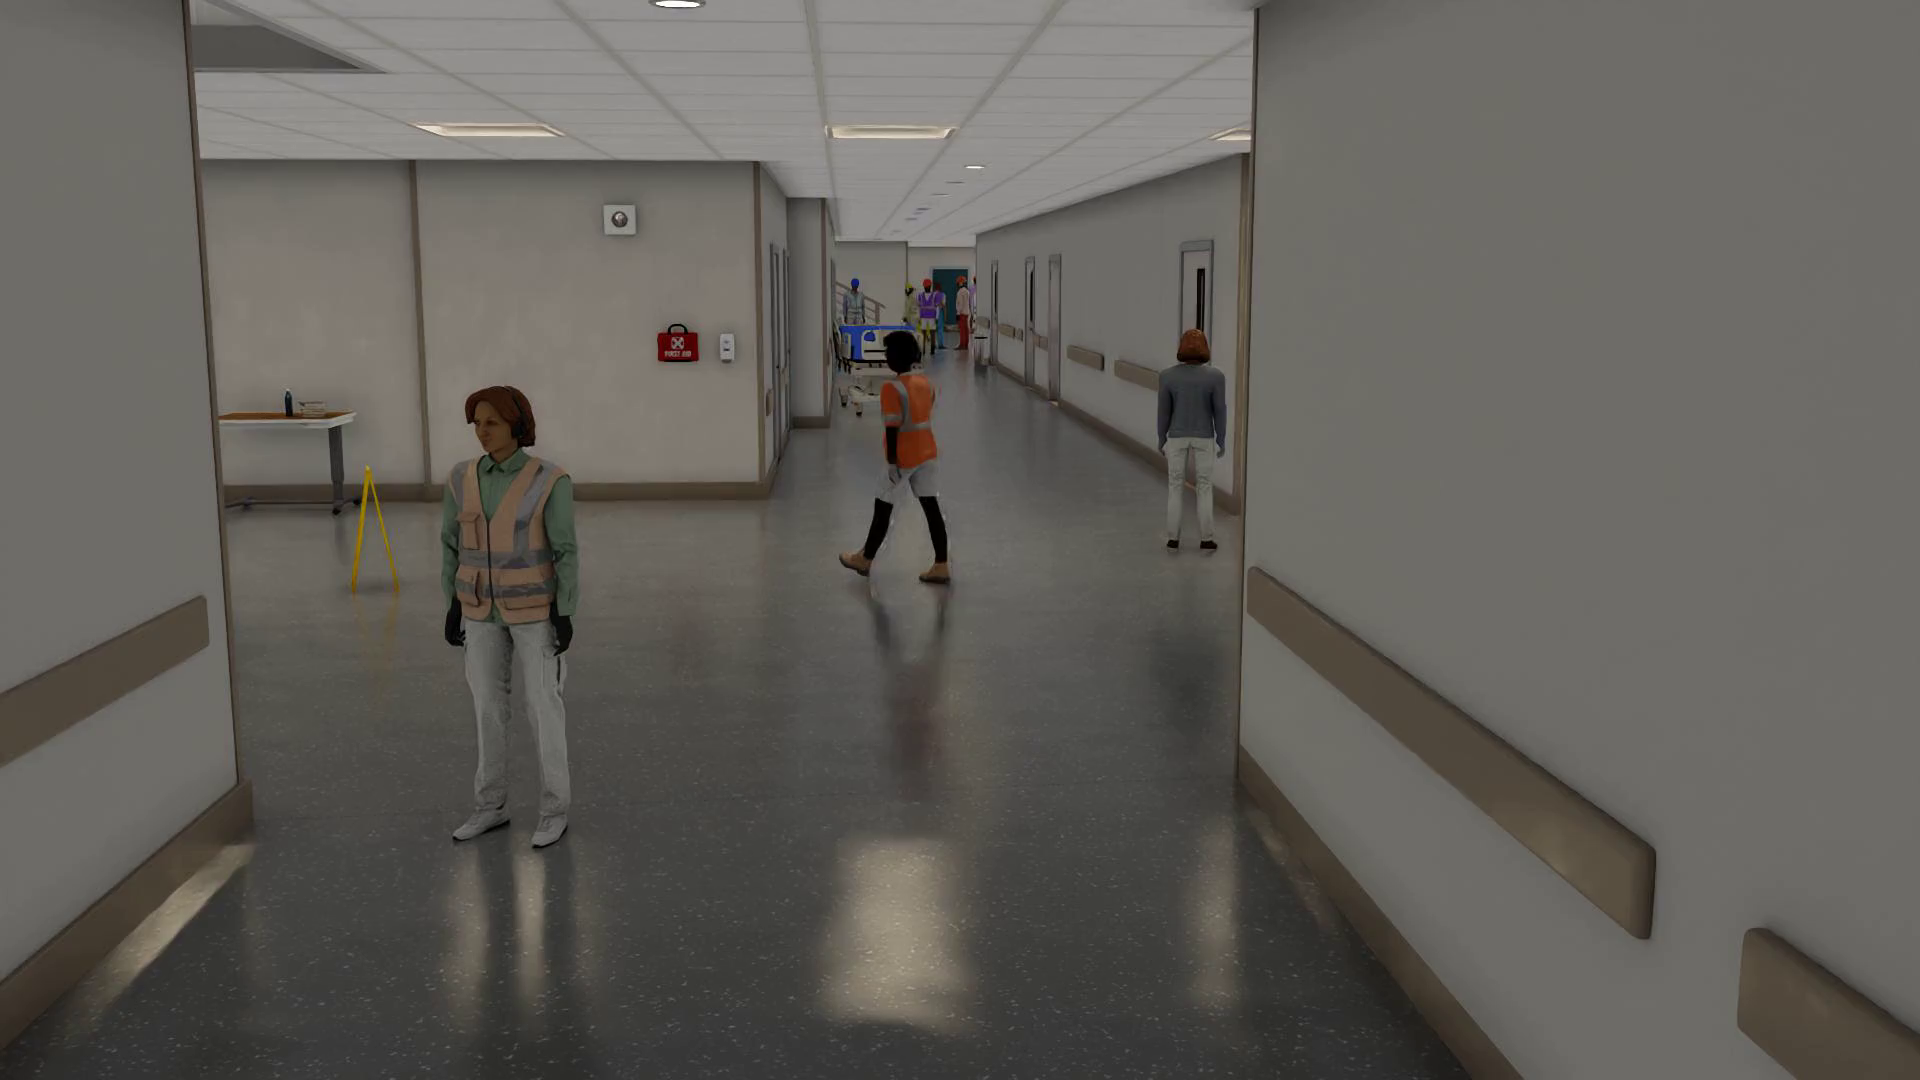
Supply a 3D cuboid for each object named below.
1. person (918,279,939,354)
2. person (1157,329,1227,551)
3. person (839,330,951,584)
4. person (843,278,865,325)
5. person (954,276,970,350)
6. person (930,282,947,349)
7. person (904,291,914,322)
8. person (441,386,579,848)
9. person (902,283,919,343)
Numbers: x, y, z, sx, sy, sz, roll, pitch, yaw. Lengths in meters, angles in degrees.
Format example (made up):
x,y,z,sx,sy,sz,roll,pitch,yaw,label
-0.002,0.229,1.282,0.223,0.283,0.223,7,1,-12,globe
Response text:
x,y,z,sx,sy,sz,roll,pitch,yaw,label
-0.820,-5.705,42.503,0.550,1.933,0.375,2,9,11,person
1.699,-0.728,12.207,0.508,1.631,0.269,2,9,14,person
-0.398,-0.549,10.981,0.856,1.649,0.545,7,11,37,person
-2.725,-5.769,42.897,0.604,1.939,0.401,-4,10,-23,person
0.059,-6.115,44.886,0.376,1.996,0.612,4,10,22,person
-0.641,-6.172,45.734,0.565,1.844,0.387,5,11,31,person
-1.384,-6.211,46.346,0.516,1.718,0.581,0,9,3,person
-1.597,0.272,5.912,0.522,1.638,0.305,3,9,15,person
-1.362,-6.021,44.906,0.627,1.796,0.621,1,9,4,person
